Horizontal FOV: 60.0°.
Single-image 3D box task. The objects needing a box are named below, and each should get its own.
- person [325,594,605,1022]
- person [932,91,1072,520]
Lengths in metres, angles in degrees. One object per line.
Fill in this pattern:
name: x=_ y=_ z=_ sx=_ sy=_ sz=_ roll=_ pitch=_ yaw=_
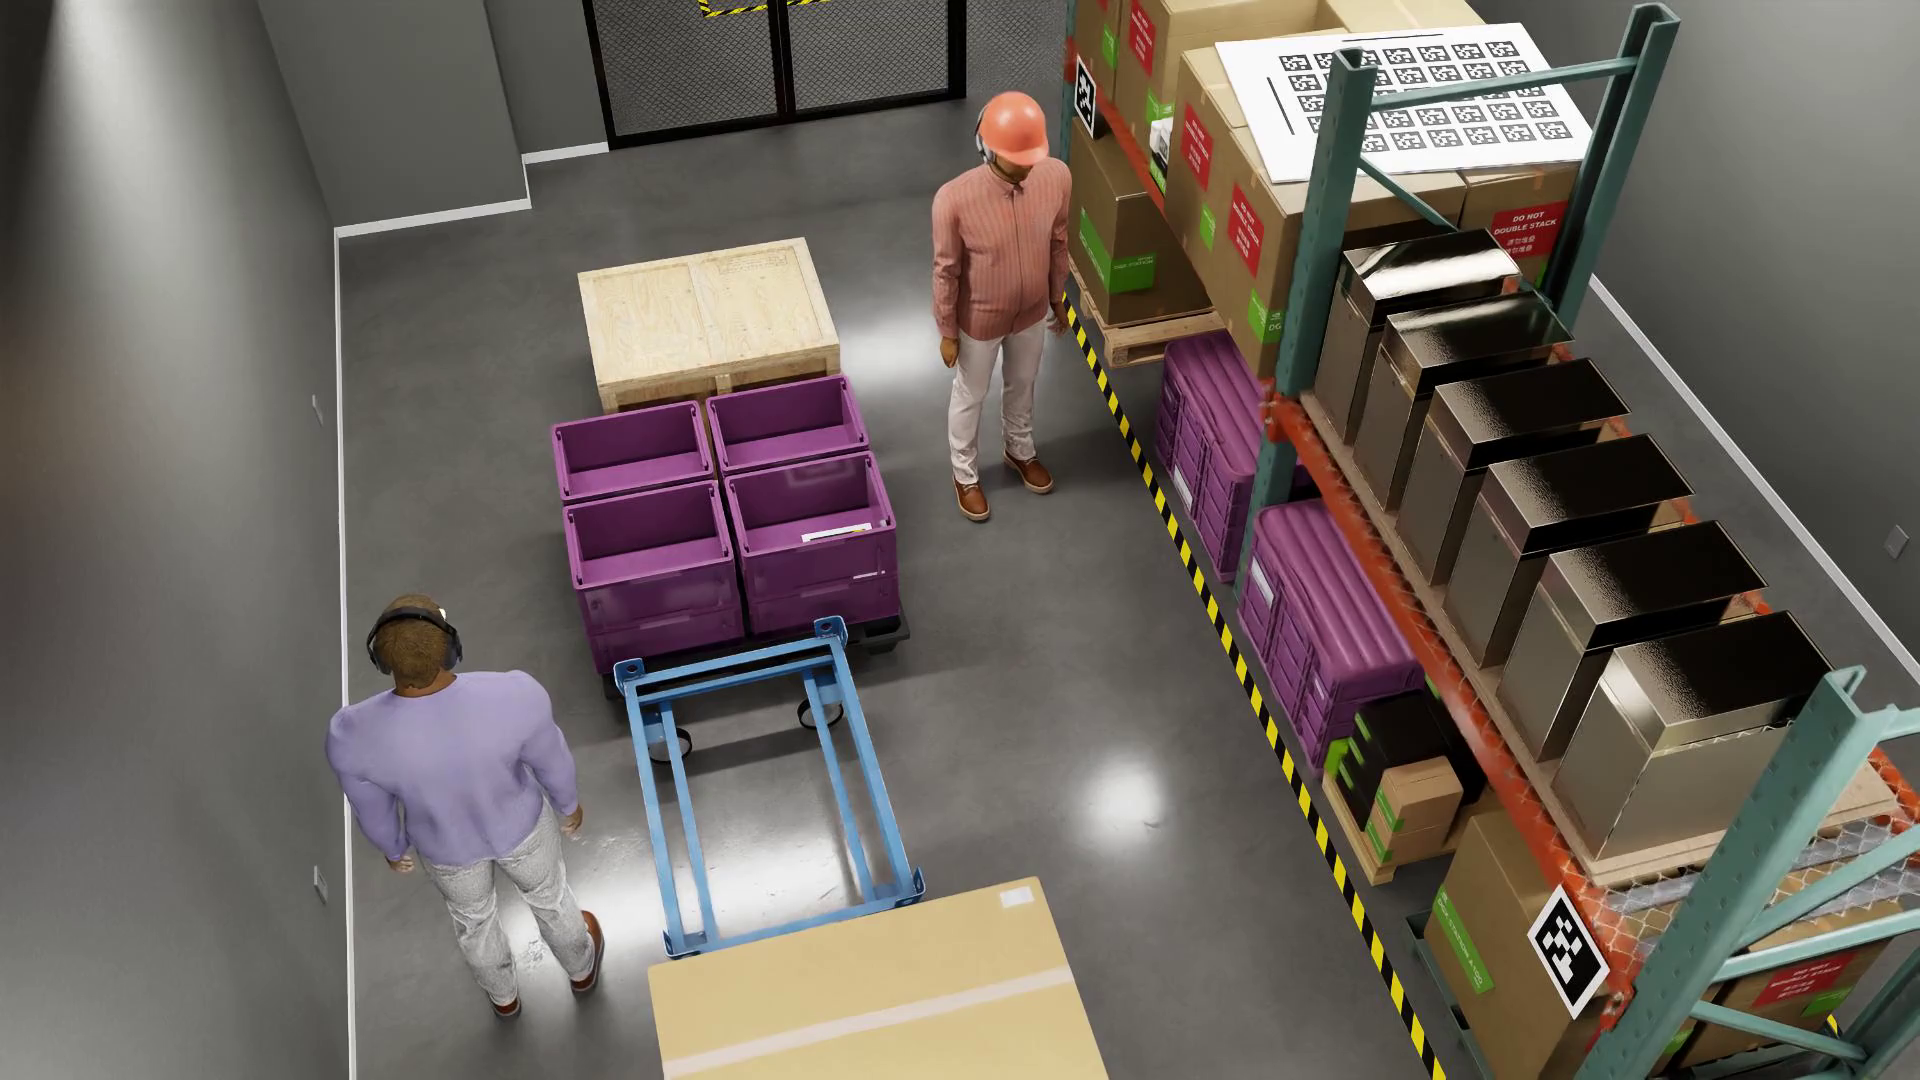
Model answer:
person: x=-1.470 y=0.864 z=5.093 sx=0.635 sy=1.937 sz=0.354 roll=-13 pitch=49 yaw=-12
person: x=0.175 y=-0.926 z=6.700 sx=0.612 sy=1.994 sz=0.381 roll=-23 pitch=51 yaw=-19
